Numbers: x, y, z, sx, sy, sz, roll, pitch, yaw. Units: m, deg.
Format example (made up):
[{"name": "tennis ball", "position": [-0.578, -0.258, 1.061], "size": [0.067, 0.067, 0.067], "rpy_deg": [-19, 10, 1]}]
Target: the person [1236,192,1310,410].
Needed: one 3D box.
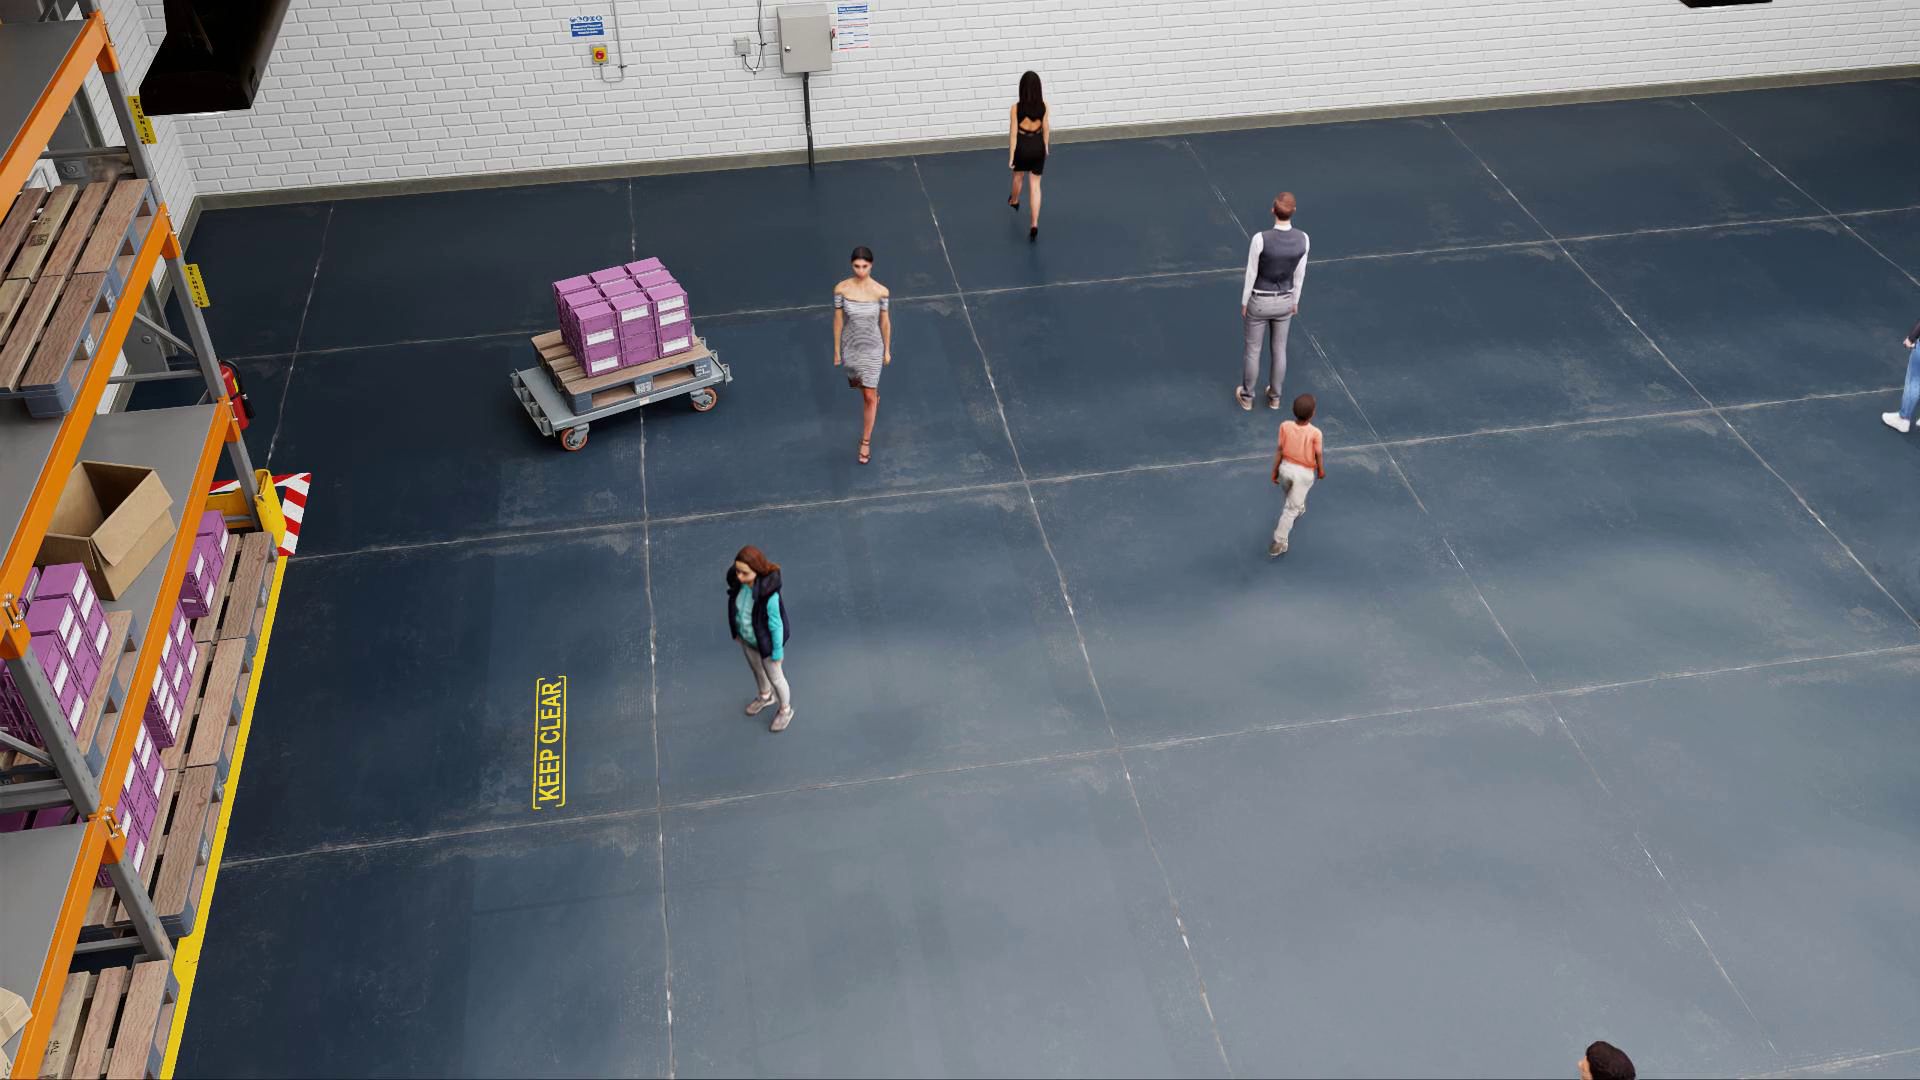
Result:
[{"name": "person", "position": [2.537, -1.939, 13.567], "size": [0.639, 1.934, 0.556], "rpy_deg": [-5, 39, -6]}]

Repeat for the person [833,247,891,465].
[{"name": "person", "position": [-0.767, -1.526, 13.165], "size": [0.818, 1.791, 1.135], "rpy_deg": [5, 39, 6]}]

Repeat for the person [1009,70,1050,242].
[{"name": "person", "position": [0.686, -3.649, 15.970], "size": [0.591, 1.607, 0.999], "rpy_deg": [-6, 39, -7]}]

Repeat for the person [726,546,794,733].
[{"name": "person", "position": [-1.282, 0.605, 10.733], "size": [0.681, 1.496, 0.749], "rpy_deg": [28, 46, 30]}]

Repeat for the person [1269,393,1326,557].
[{"name": "person", "position": [2.456, -0.464, 12.243], "size": [0.870, 1.283, 0.902], "rpy_deg": [26, 45, 28]}]
